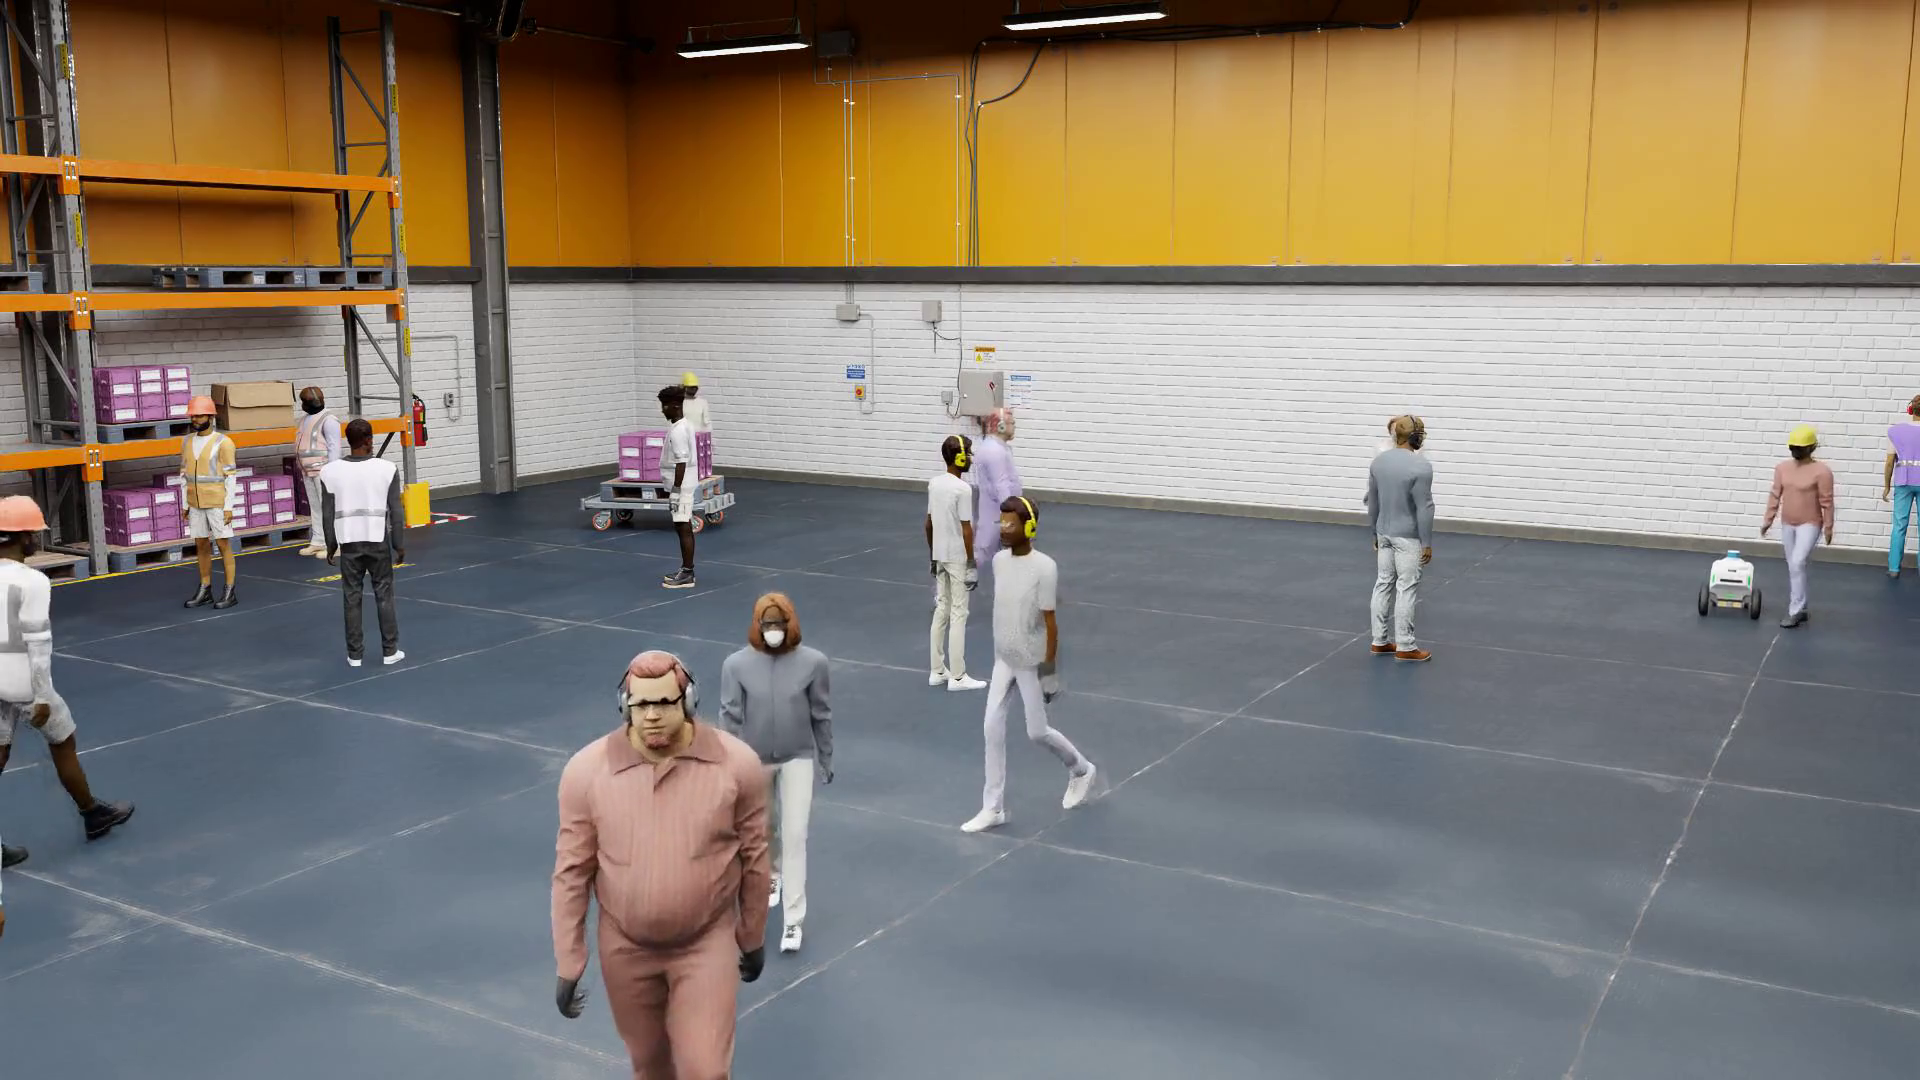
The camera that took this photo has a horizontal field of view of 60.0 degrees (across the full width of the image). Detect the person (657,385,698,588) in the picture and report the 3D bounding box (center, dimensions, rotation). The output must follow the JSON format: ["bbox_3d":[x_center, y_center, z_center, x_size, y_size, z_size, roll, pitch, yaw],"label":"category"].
[{"bbox_3d":[-2.723,-0.517,16.104,0.369,1.958,0.602,-1,9,-4],"label":"person"}]

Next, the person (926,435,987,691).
[{"bbox_3d":[-0.041,0.164,12.148,0.311,1.865,0.532,-6,11,-35],"label":"person"}]

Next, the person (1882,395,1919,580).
[{"bbox_3d":[9.447,-0.518,16.454,0.564,1.848,0.388,5,11,30],"label":"person"}]

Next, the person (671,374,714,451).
[{"bbox_3d":[-3.448,-1.291,21.643,0.547,1.717,0.877,-7,12,-38],"label":"person"}]

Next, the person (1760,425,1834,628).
[{"bbox_3d":[7.158,-0.114,14.281,0.696,1.741,0.532,-4,10,-24],"label":"person"}]

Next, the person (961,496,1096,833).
[{"bbox_3d":[0.390,0.658,9.151,0.841,1.845,0.521,-8,12,-39],"label":"person"}]

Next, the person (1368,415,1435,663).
[{"bbox_3d":[3.457,-0.014,13.024,0.355,1.937,0.635,-5,10,-28],"label":"person"}]

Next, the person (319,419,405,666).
[{"bbox_3d":[-4.606,0.027,12.853,0.590,1.914,0.391,-2,9,-12],"label":"person"}]

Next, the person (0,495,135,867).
[{"bbox_3d":[-4.795,0.710,8.626,0.570,1.891,0.950,3,10,19],"label":"person"}]

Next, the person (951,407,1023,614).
[{"bbox_3d":[0.285,-0.249,14.749,0.981,1.863,0.643,1,9,6],"label":"person"}]

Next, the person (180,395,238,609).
[{"bbox_3d":[-6.816,-0.341,15.061,0.545,1.942,0.351,2,9,13],"label":"person"}]

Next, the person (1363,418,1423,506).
[{"bbox_3d":[4.357,-0.432,16.717,0.528,1.593,0.881,6,11,32],"label":"person"}]

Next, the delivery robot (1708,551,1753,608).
[{"bbox_3d":[6.889,0.338,14.843,0.477,0.478,0.707,4,10,25],"label":"delivery robot"}]

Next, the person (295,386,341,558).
[{"bbox_3d":[-6.864,-0.724,17.780,0.621,1.838,0.429,8,12,40],"label":"person"}]

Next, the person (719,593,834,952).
[{"bbox_3d":[-0.848,1.016,7.695,0.520,1.586,0.871,0,9,-1],"label":"person"}]

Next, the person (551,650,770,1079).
[{"bbox_3d":[-0.925,1.279,5.113,0.664,1.877,0.758,-1,9,-3],"label":"person"}]
